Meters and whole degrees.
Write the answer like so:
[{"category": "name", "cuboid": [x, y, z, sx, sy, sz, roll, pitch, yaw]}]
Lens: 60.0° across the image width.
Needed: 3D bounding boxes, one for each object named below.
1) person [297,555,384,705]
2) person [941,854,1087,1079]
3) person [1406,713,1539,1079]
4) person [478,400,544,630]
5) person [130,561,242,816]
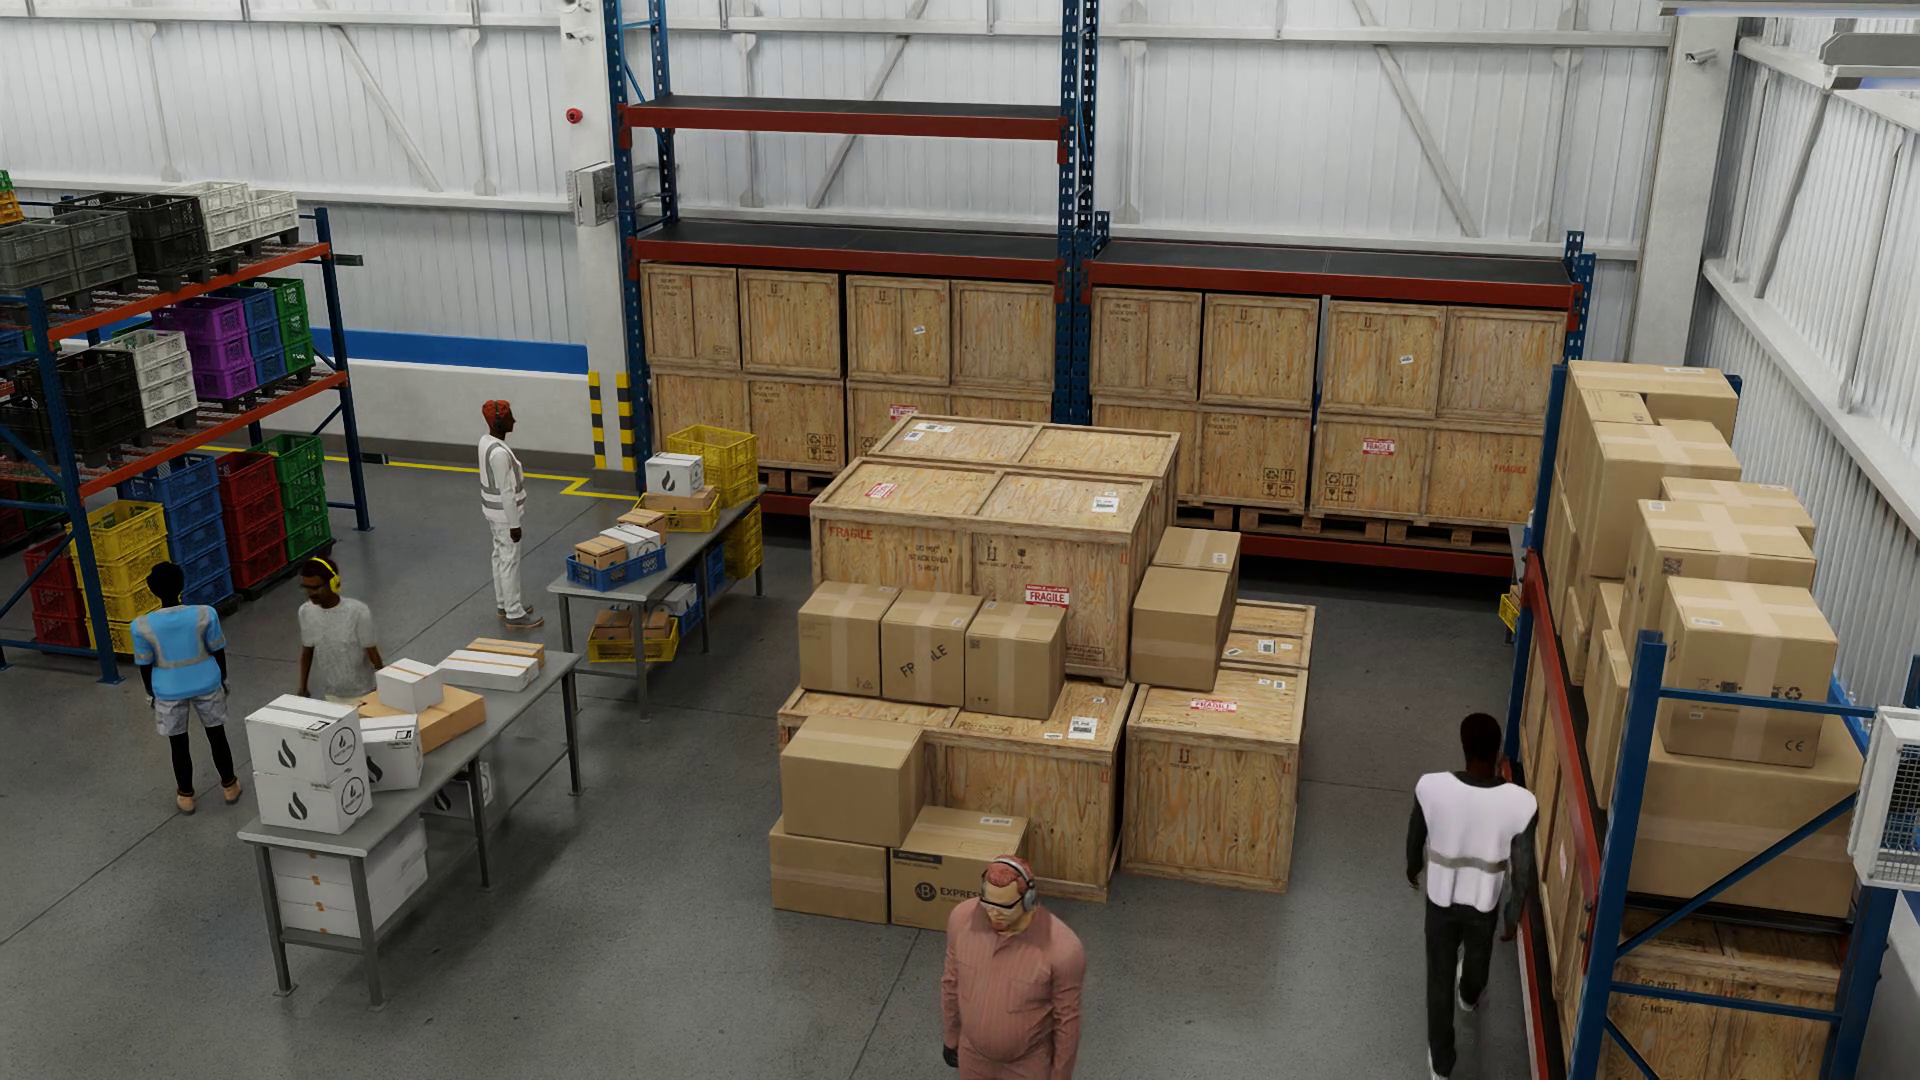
[{"category": "person", "cuboid": [-3.800, 0.974, 10.253, 0.583, 1.856, 0.392, 5, 22, 13]}, {"category": "person", "cuboid": [0.193, 2.173, 7.063, 0.645, 1.899, 0.403, 11, 23, 26]}, {"category": "person", "cuboid": [2.519, 1.706, 8.341, 0.582, 1.863, 0.962, 4, 21, 10]}, {"category": "person", "cuboid": [-3.631, -0.210, 13.316, 0.354, 1.883, 0.576, -11, 23, -26]}, {"category": "person", "cuboid": [-4.911, 0.936, 10.571, 0.535, 1.700, 0.318, -11, 24, -27]}]
